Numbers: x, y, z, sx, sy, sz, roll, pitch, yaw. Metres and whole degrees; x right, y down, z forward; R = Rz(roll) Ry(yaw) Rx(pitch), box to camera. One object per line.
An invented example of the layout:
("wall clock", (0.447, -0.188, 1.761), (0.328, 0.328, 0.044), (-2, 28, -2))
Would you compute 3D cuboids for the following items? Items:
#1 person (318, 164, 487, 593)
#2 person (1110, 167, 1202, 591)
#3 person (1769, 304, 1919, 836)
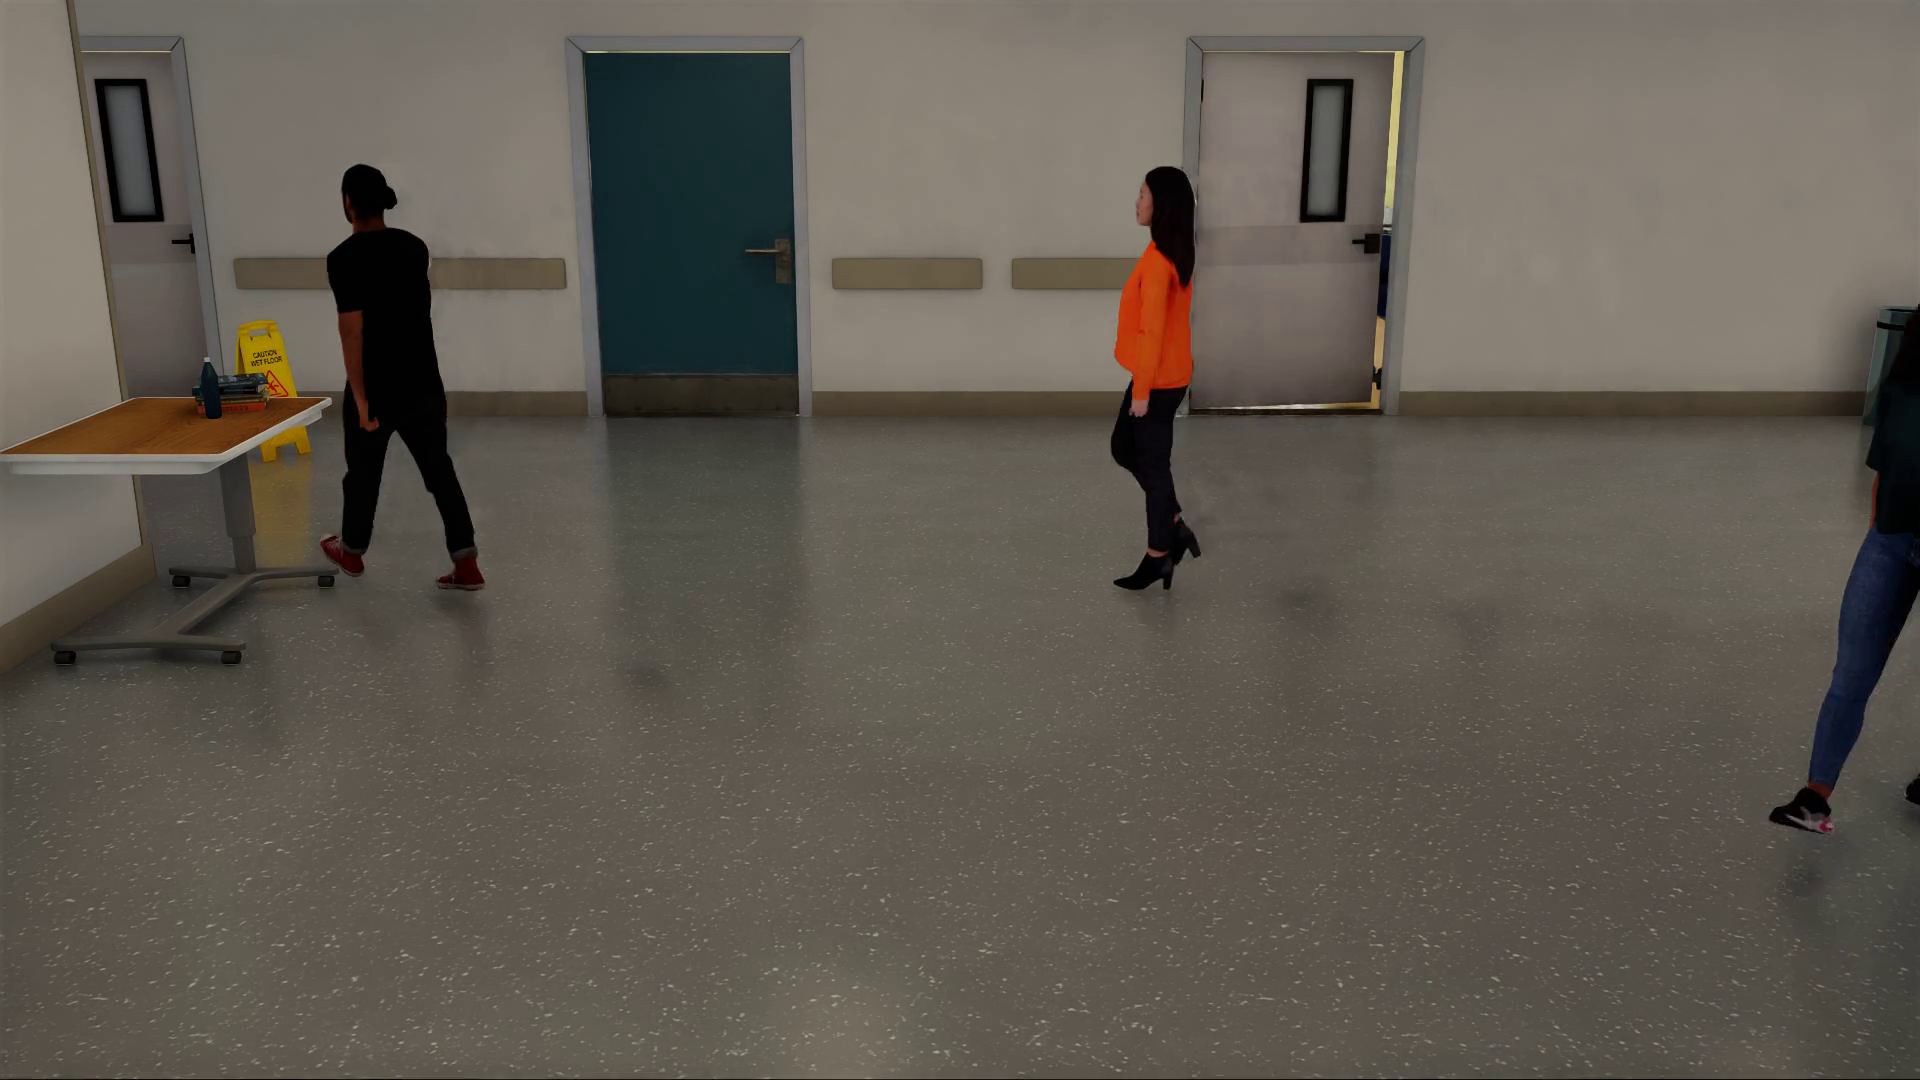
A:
("person", (-2.212, -0.588, 6.681), (1.241, 1.712, 1.089), (12, 19, 35))
("person", (0.885, -0.626, 6.767), (0.695, 1.739, 0.686), (4, 16, 13))
("person", (2.741, 0.067, 4.623), (1.166, 1.567, 1.018), (-11, 19, -35))
